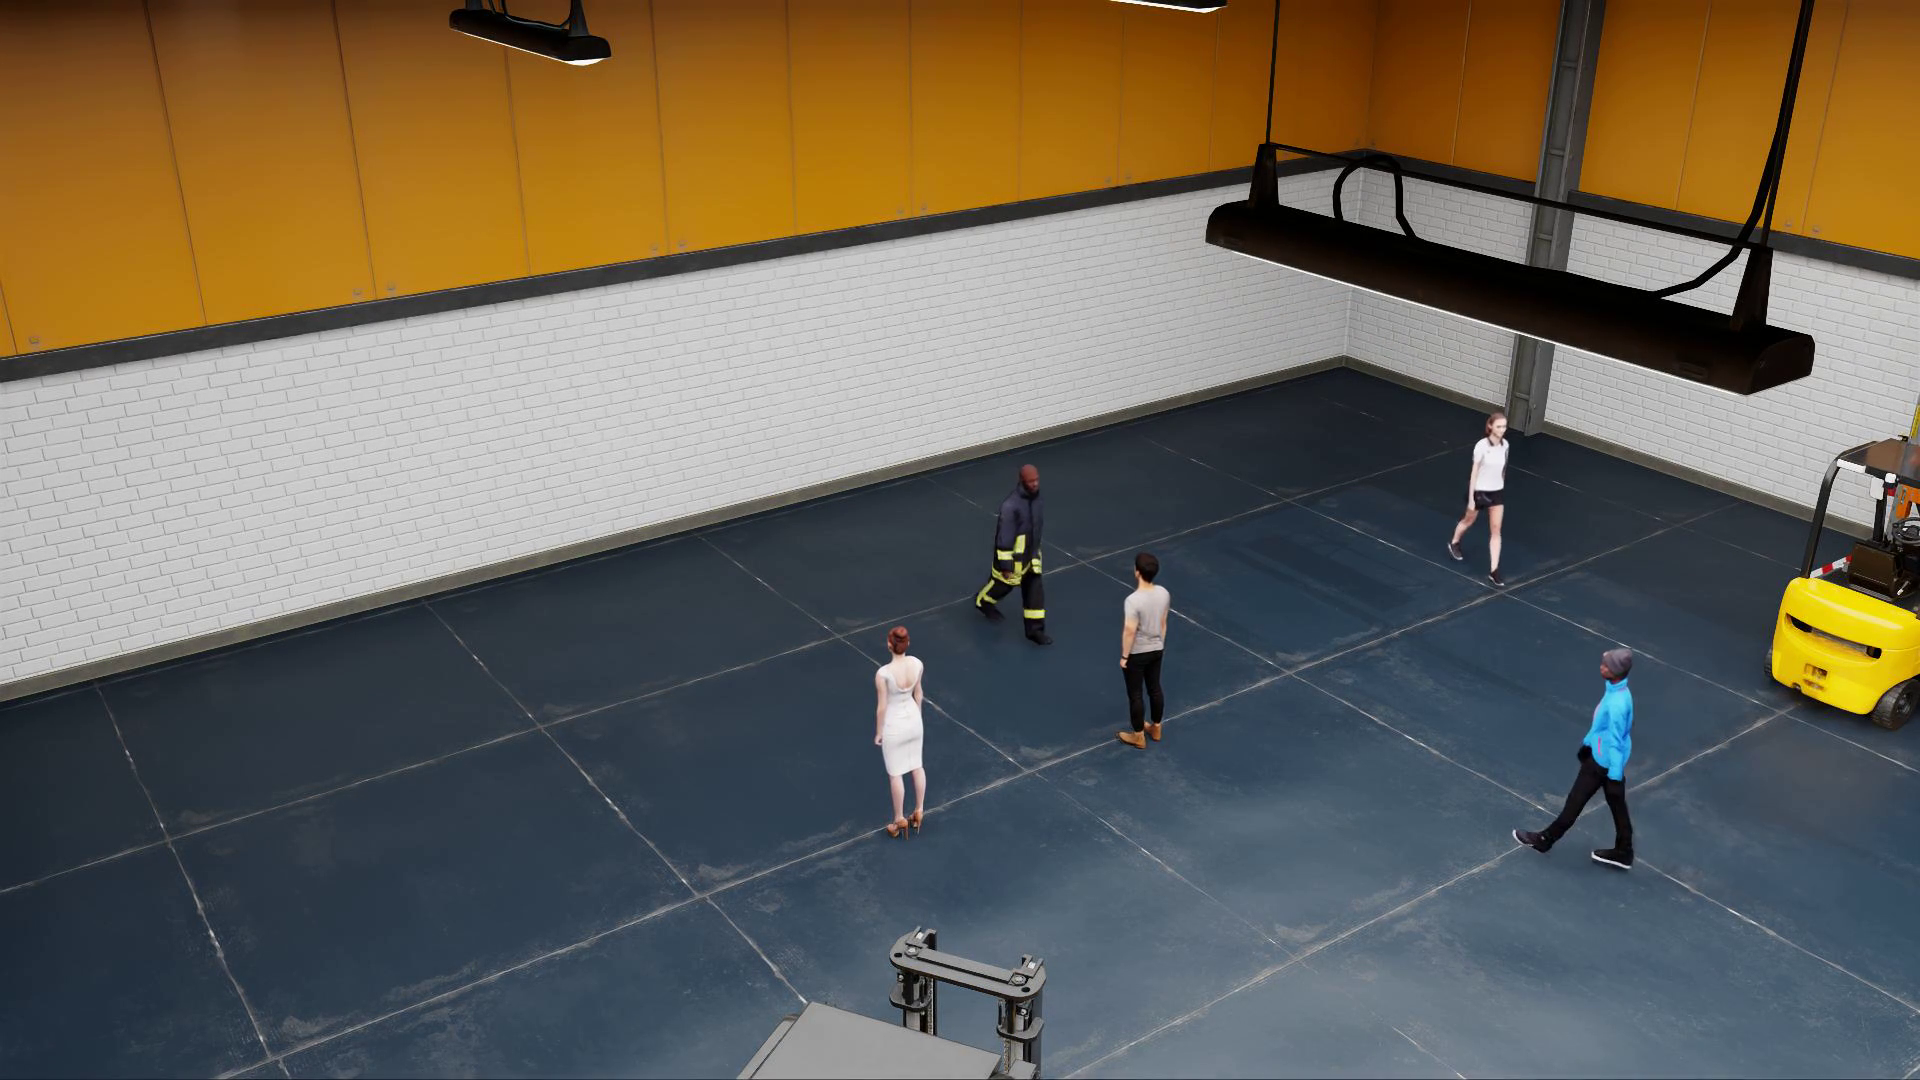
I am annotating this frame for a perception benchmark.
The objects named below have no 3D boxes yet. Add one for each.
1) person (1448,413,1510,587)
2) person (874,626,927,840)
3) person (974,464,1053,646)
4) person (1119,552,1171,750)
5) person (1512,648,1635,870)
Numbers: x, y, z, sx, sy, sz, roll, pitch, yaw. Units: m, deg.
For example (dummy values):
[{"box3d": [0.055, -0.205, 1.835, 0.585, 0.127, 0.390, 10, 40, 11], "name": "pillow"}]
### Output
[{"box3d": [5.306, -0.476, 16.976, 0.896, 1.705, 1.245, -6, 24, -13], "name": "person"}, {"box3d": [-0.439, 1.436, 12.495, 0.562, 1.791, 0.481, -15, 28, -30], "name": "person"}, {"box3d": [0.477, 0.079, 15.640, 0.817, 1.759, 1.266, -21, 31, -39], "name": "person"}, {"box3d": [1.525, 0.907, 13.795, 0.605, 1.720, 0.518, -15, 28, -30], "name": "person"}, {"box3d": [4.807, 1.635, 12.083, 1.195, 1.757, 1.017, 9, 25, 20], "name": "person"}]
